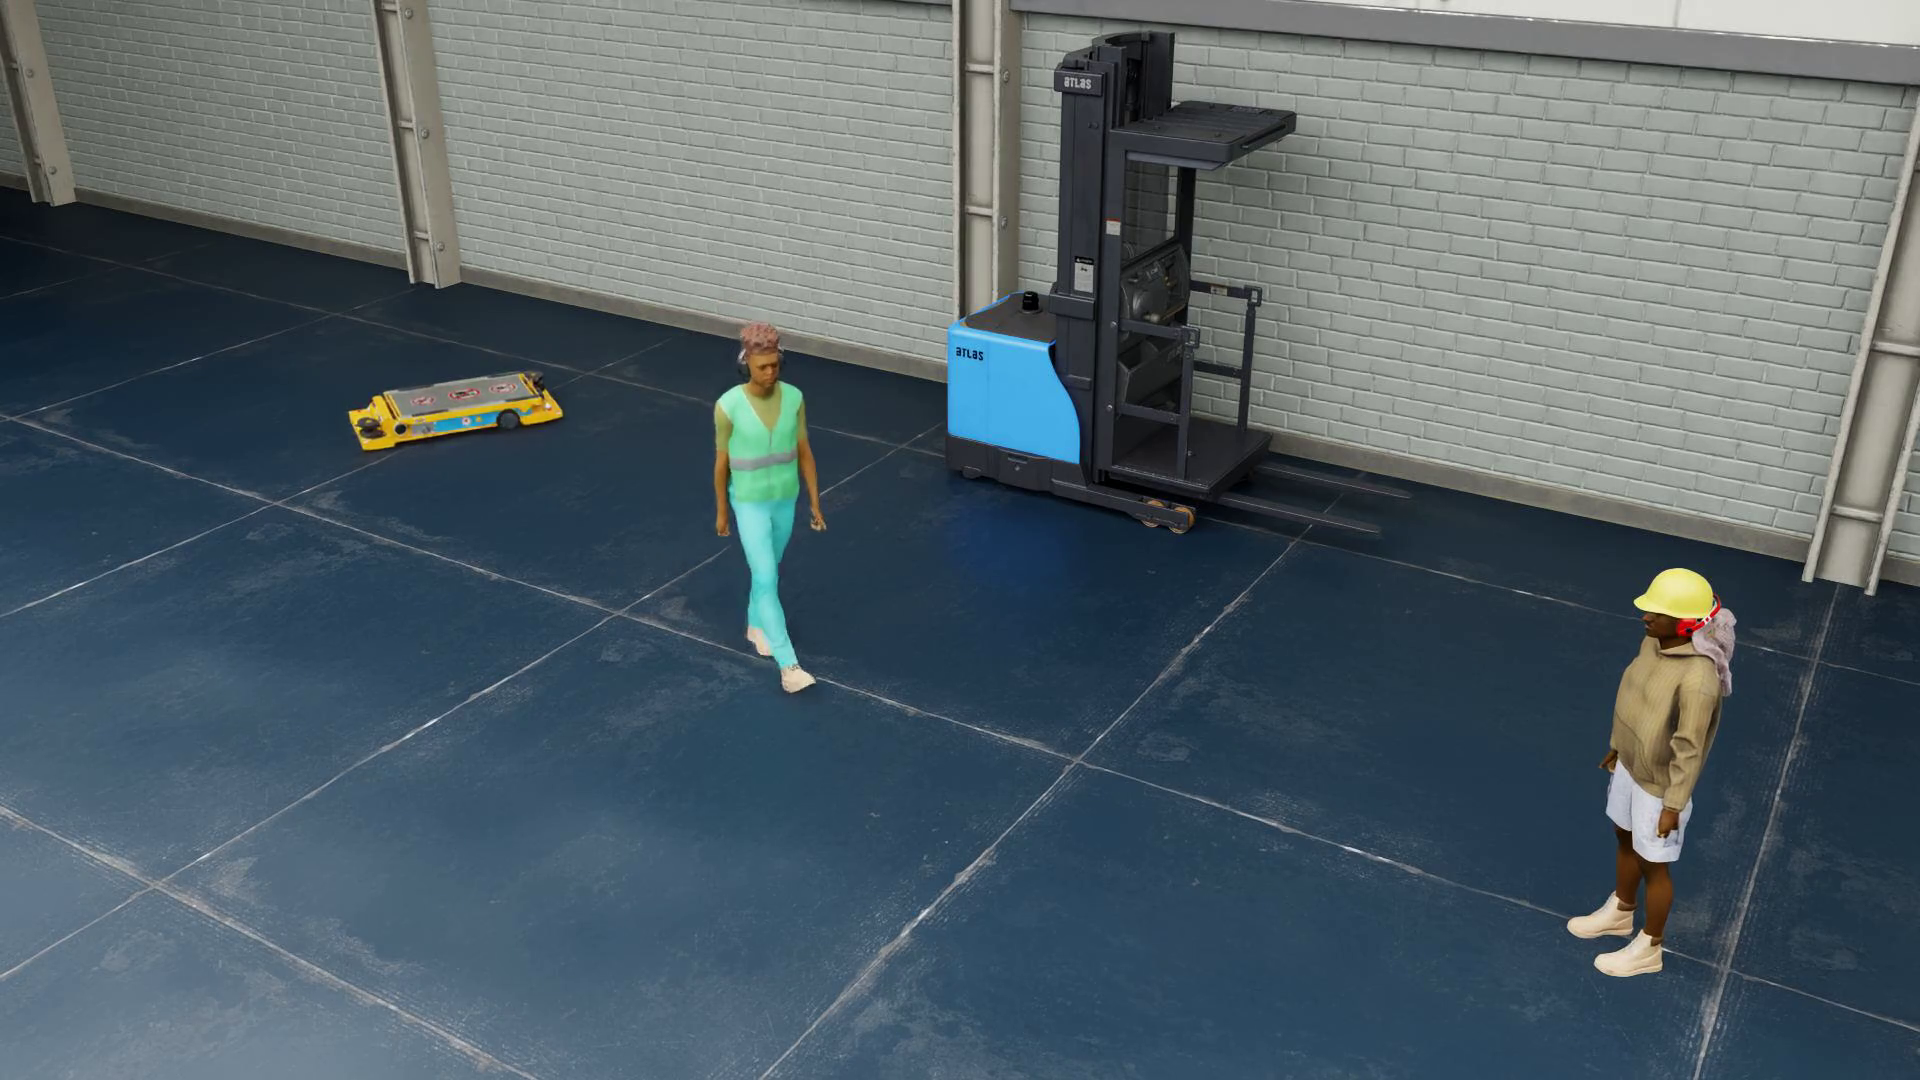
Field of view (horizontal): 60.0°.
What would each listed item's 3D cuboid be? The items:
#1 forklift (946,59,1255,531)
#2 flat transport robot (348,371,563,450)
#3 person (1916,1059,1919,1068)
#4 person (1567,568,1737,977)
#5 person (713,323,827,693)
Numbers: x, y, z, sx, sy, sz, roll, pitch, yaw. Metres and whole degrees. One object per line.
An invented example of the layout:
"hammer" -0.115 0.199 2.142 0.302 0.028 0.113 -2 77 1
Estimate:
"forklift" 0.933 -1.707 10.833 1.873 2.768 1.129 15 29 28
"flat transport robot" -3.733 -0.964 12.297 1.431 0.231 0.659 -12 28 -24
"person" 3.878 1.223 5.798 0.578 1.888 0.601 -7 26 -14
"person" 2.759 0.916 6.587 0.407 1.758 0.545 -2 25 -4
"person" -0.950 -0.163 8.654 0.517 1.934 0.971 -15 29 -29
